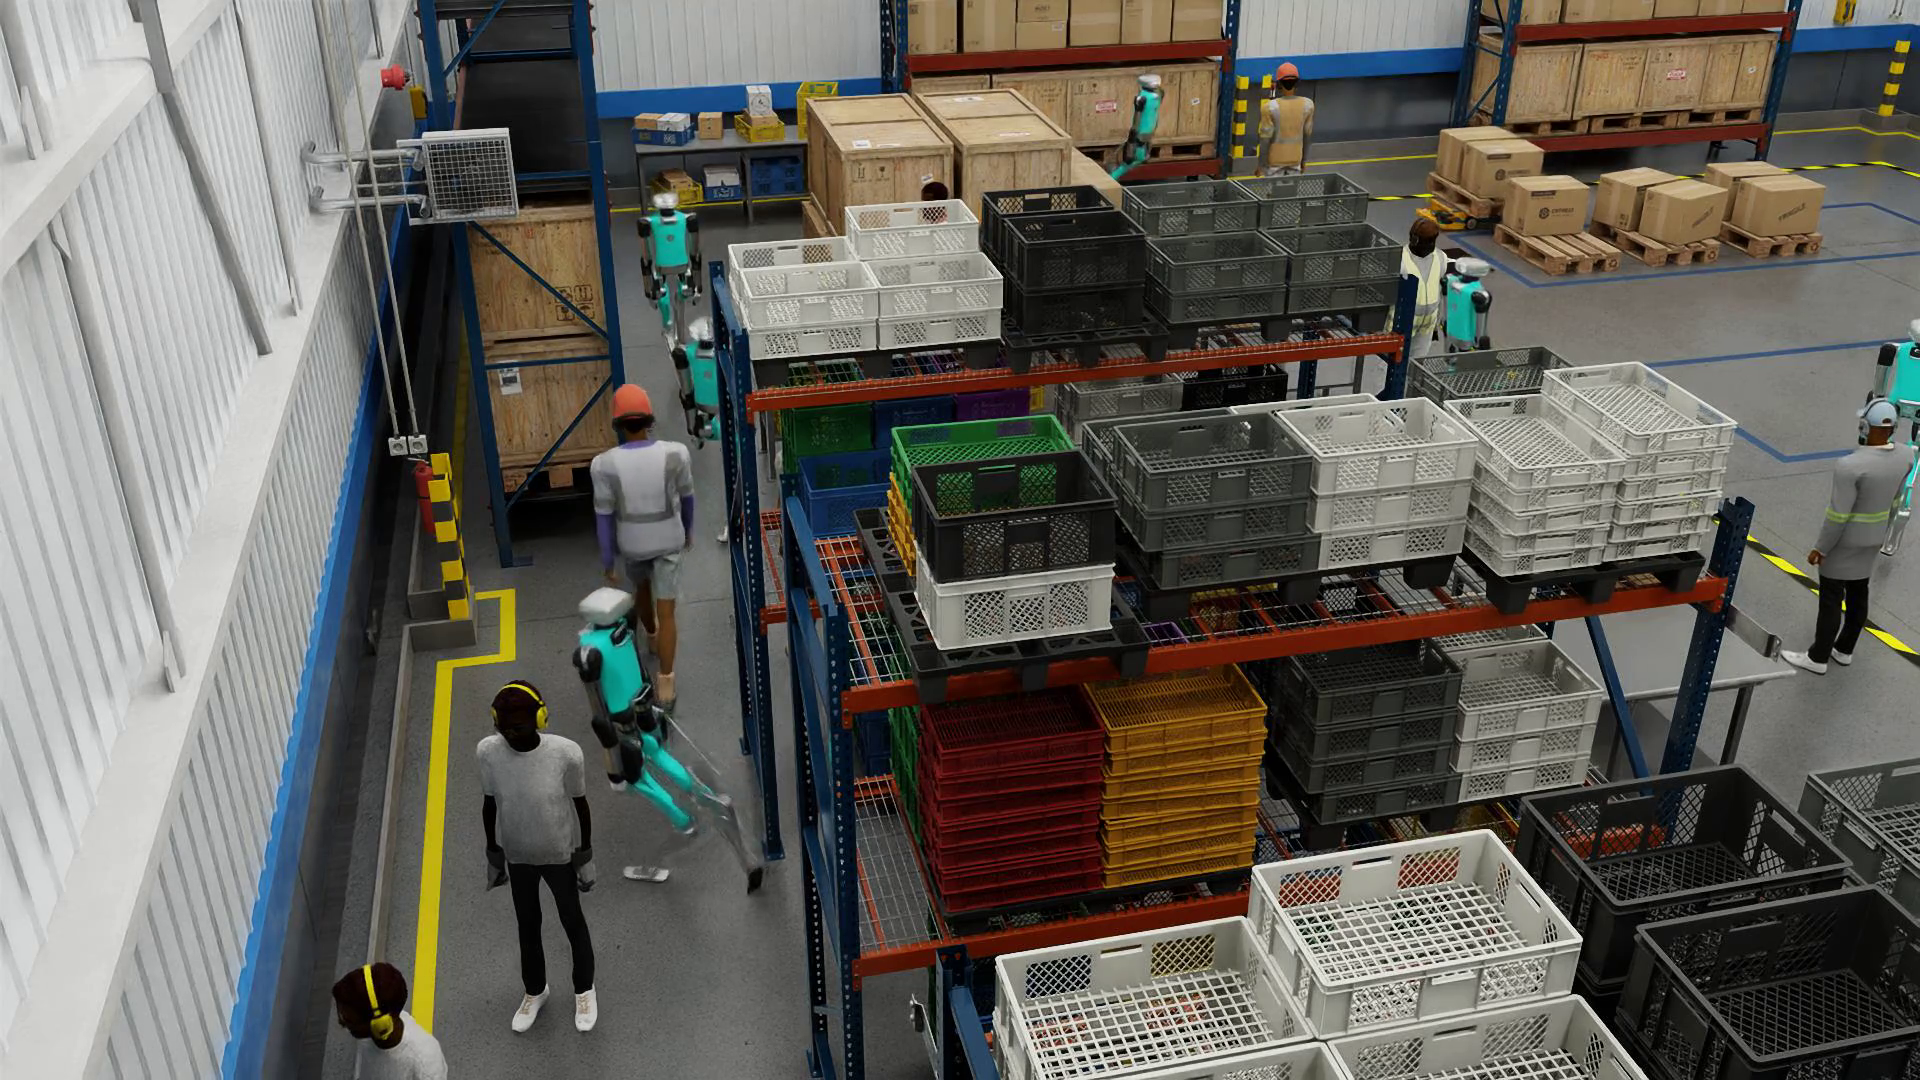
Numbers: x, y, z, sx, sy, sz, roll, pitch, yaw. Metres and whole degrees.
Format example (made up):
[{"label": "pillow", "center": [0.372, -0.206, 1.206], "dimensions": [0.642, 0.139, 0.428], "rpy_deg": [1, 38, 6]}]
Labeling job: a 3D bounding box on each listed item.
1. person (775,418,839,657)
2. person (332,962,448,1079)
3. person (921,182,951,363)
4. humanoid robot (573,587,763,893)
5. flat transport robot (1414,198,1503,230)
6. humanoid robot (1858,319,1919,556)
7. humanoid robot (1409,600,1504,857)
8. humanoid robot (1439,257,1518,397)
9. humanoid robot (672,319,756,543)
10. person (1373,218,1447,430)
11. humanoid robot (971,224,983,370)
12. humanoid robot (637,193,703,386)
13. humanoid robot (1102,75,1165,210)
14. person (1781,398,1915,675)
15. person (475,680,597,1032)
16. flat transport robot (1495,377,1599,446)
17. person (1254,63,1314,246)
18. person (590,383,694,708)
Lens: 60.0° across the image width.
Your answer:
[{"label": "person", "center": [-0.918, -0.066, 10.495], "dimensions": [0.500, 1.837, 0.346], "rpy_deg": [-17, 32, -30]}, {"label": "person", "center": [-1.978, 2.264, 6.041], "dimensions": [0.509, 1.865, 0.328], "rpy_deg": [23, 35, 36]}, {"label": "person", "center": [-0.181, -2.147, 14.352], "dimensions": [0.382, 1.916, 0.595], "rpy_deg": [-4, 28, -7]}, {"label": "humanoid robot", "center": [-1.388, 1.093, 8.421], "dimensions": [0.964, 1.771, 0.535], "rpy_deg": [6, 28, 12]}, {"label": "flat transport robot", "center": [6.073, -3.827, 19.278], "dimensions": [1.431, 0.197, 0.652], "rpy_deg": [-6, 28, -12]}, {"label": "humanoid robot", "center": [6.532, -0.648, 11.556], "dimensions": [0.533, 1.678, 0.735], "rpy_deg": [14, 31, 24]}, {"label": "humanoid robot", "center": [2.588, 1.036, 8.565], "dimensions": [0.348, 1.654, 0.598], "rpy_deg": [3, 28, 5]}, {"label": "humanoid robot", "center": [4.133, -1.341, 13.166], "dimensions": [0.806, 1.901, 0.531], "rpy_deg": [-10, 30, -19]}, {"label": "humanoid robot", "center": [-1.699, -0.907, 12.245], "dimensions": [0.537, 1.744, 1.003], "rpy_deg": [4, 28, 7]}, {"label": "person", "center": [3.704, -1.757, 13.705], "dimensions": [0.622, 1.837, 0.429], "rpy_deg": [-9, 29, -16]}, {"label": "humanoid robot", "center": [0.092, -1.875, 14.099], "dimensions": [0.365, 1.649, 0.602], "rpy_deg": [-8, 29, -16]}, {"label": "humanoid robot", "center": [-2.612, -2.340, 14.966], "dimensions": [0.530, 1.774, 1.011], "rpy_deg": [-7, 29, -14]}, {"label": "humanoid robot", "center": [1.880, -4.401, 18.813], "dimensions": [0.792, 1.749, 0.571], "rpy_deg": [18, 33, 30]}, {"label": "person", "center": [5.551, -0.023, 10.396], "dimensions": [0.589, 1.848, 0.405], "rpy_deg": [-11, 30, -20]}, {"label": "person", "center": [-1.916, 1.451, 7.577], "dimensions": [0.509, 1.872, 0.329], "rpy_deg": [0, 28, 1]}, {"label": "flat transport robot", "center": [4.780, -1.036, 14.013], "dimensions": [0.659, 0.231, 1.431], "rpy_deg": [-6, 28, -12]}, {"label": "person", "center": [3.470, -4.107, 17.950], "dimensions": [0.604, 2.033, 0.395], "rpy_deg": [-7, 29, -13]}, {"label": "person", "center": [-1.910, 0.016, 10.180], "dimensions": [0.601, 1.992, 1.062], "rpy_deg": [-3, 28, -5]}]
